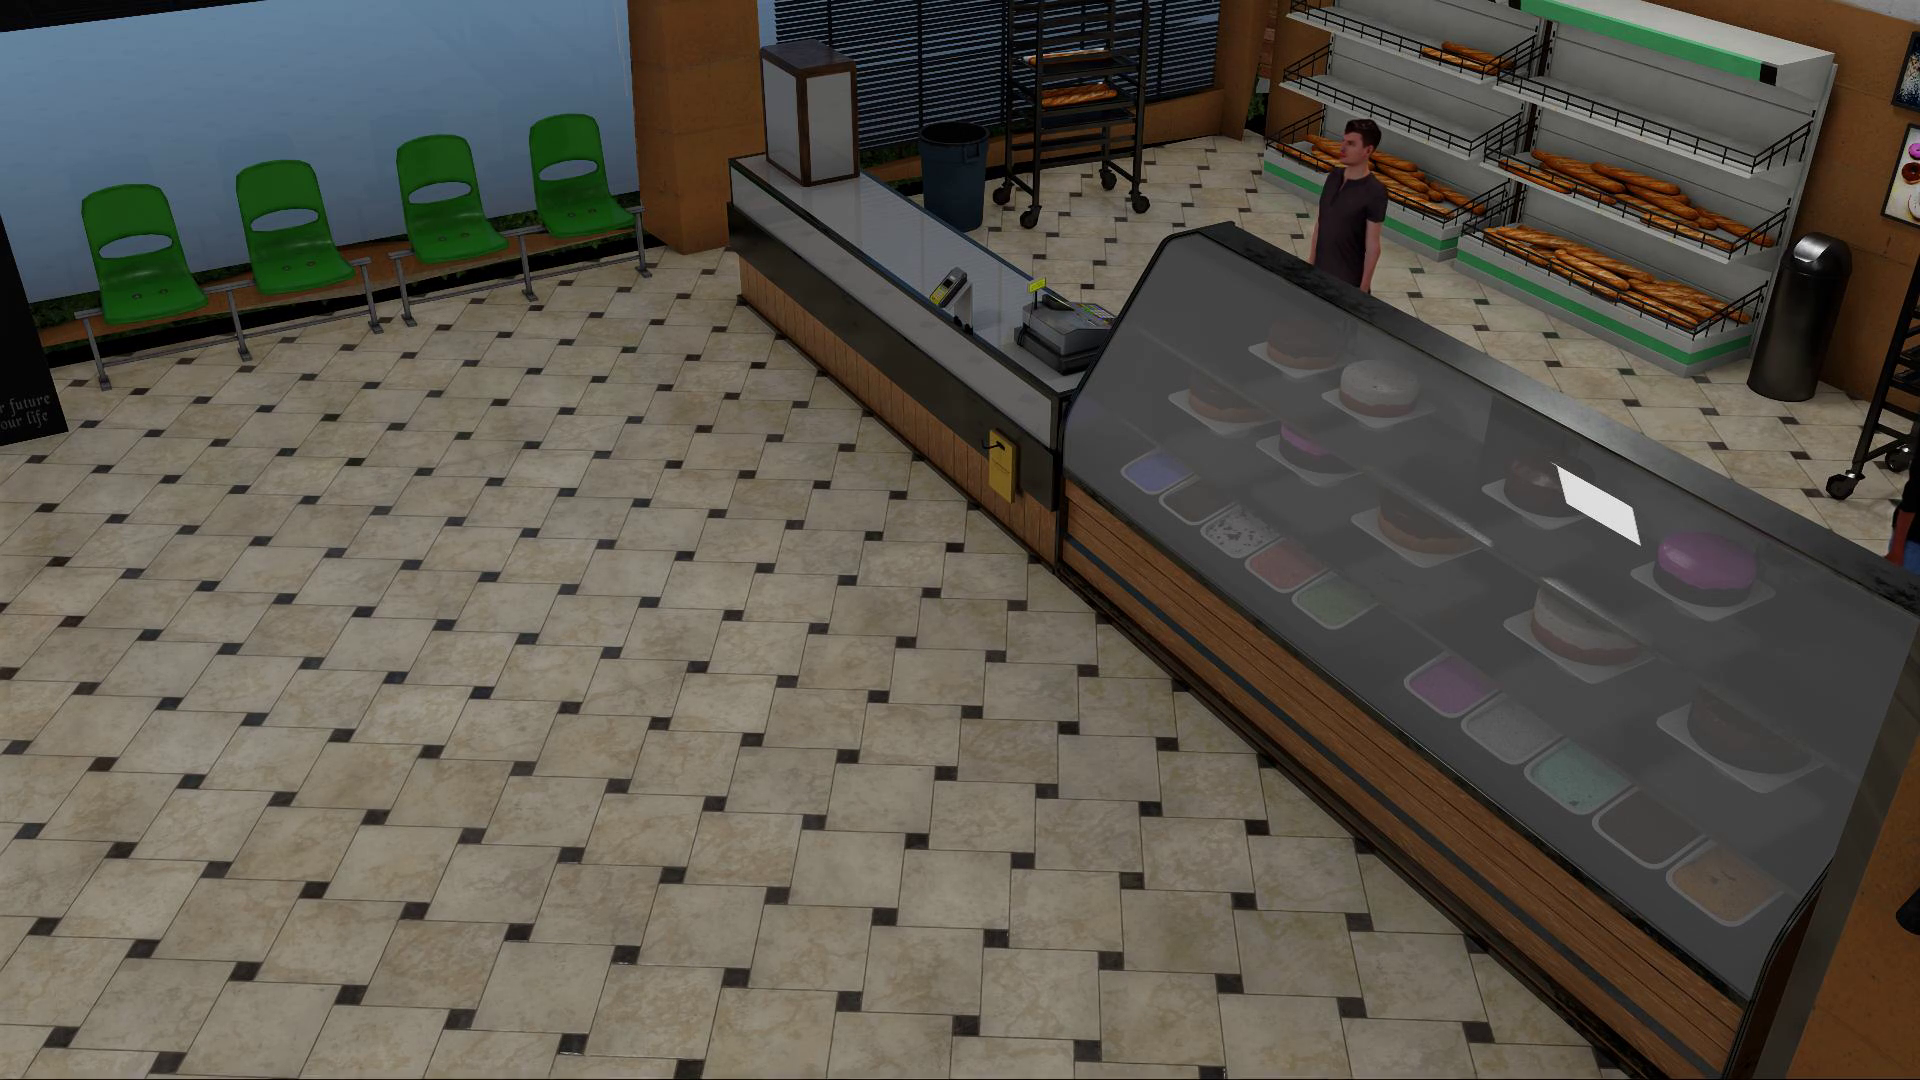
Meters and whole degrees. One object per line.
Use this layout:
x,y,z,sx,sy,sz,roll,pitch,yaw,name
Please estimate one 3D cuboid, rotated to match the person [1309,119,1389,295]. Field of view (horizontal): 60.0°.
2.143,-1.457,9.332,0.525,1.853,0.637,-17,36,-25,person
